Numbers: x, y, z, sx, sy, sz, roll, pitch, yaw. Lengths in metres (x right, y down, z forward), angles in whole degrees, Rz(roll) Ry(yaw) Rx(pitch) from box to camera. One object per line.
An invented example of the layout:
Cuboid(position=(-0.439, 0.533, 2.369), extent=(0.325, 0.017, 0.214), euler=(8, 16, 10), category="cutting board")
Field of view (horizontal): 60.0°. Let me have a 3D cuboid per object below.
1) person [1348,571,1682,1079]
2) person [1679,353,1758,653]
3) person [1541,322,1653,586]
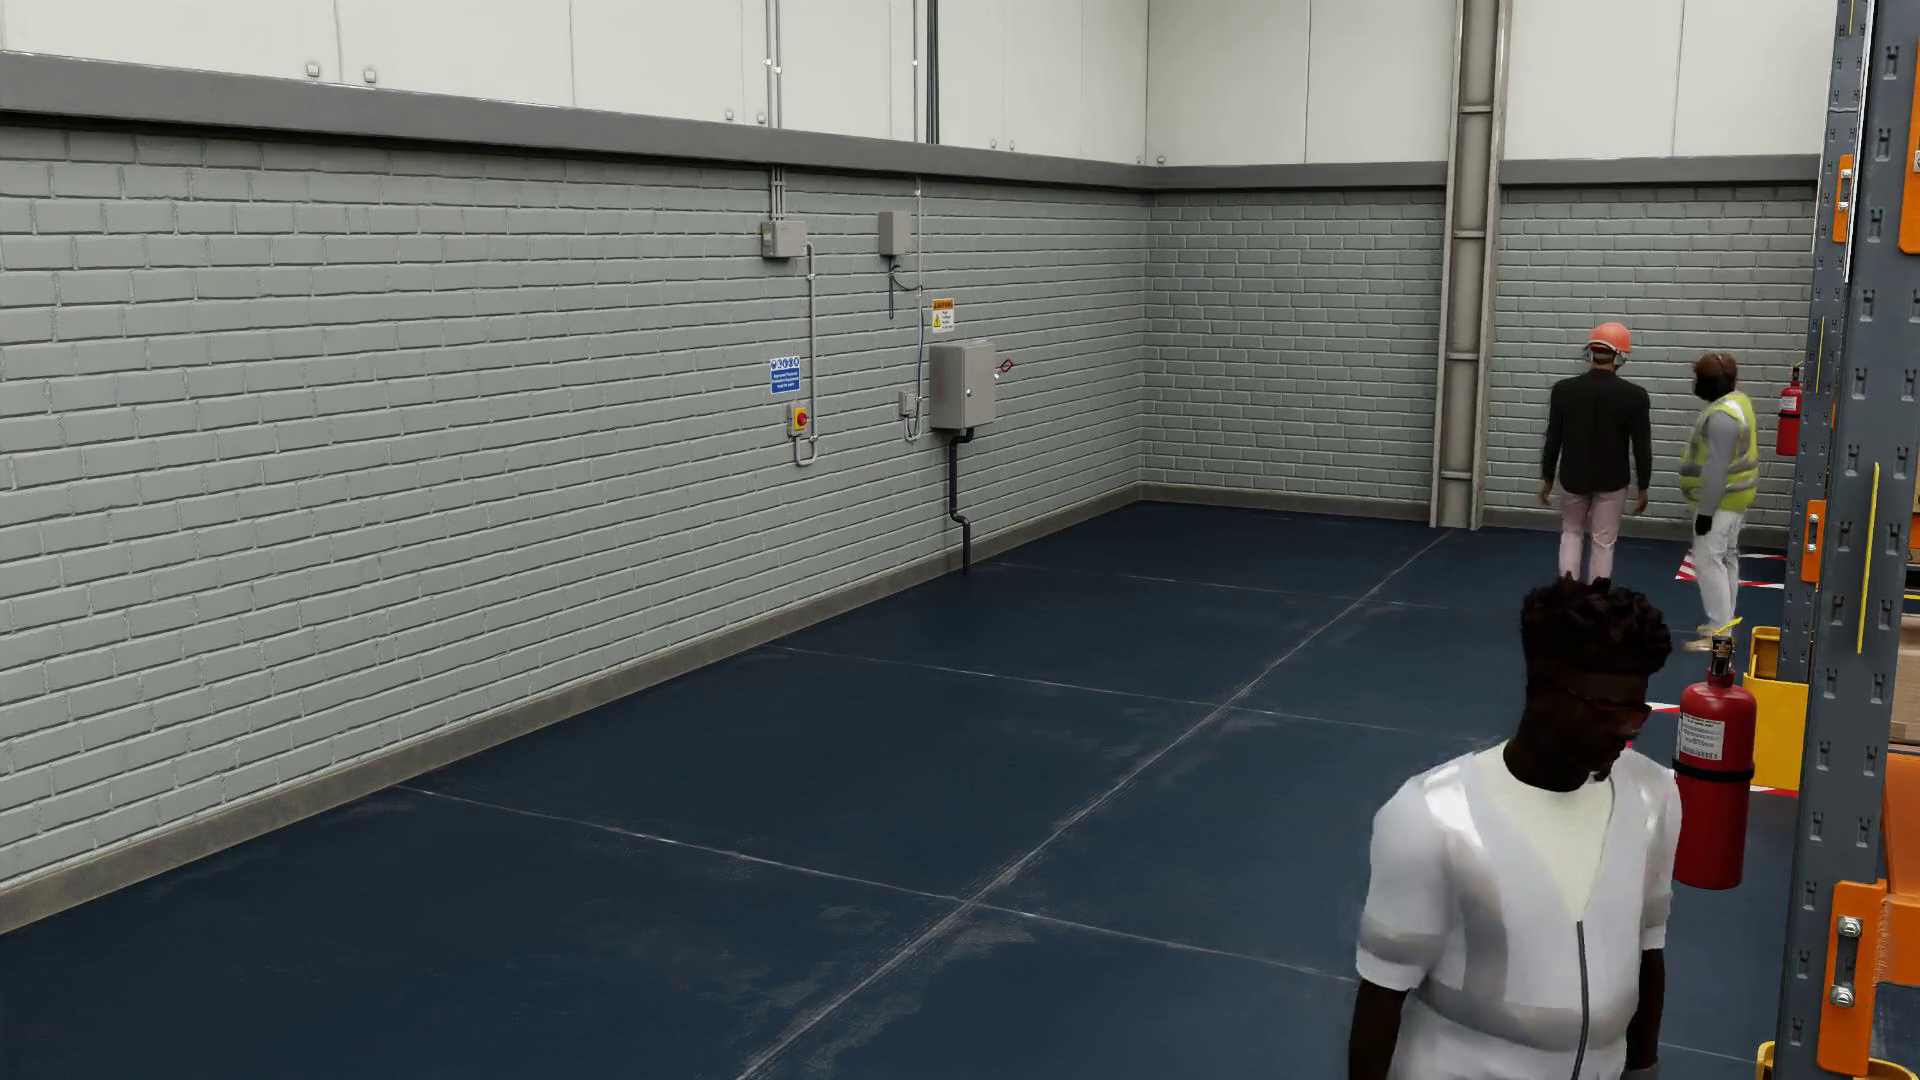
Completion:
Cuboid(position=(0.972, 1.002, 3.024), extent=(0.679, 1.945, 0.459), euler=(-3, 11, -14), category="person")
Cuboid(position=(4.612, -0.227, 10.146), extent=(0.431, 1.817, 0.736), euler=(6, 12, 30), category="person")
Cuboid(position=(4.024, -0.379, 10.491), extent=(0.653, 1.974, 0.475), euler=(7, 13, 34), category="person")
